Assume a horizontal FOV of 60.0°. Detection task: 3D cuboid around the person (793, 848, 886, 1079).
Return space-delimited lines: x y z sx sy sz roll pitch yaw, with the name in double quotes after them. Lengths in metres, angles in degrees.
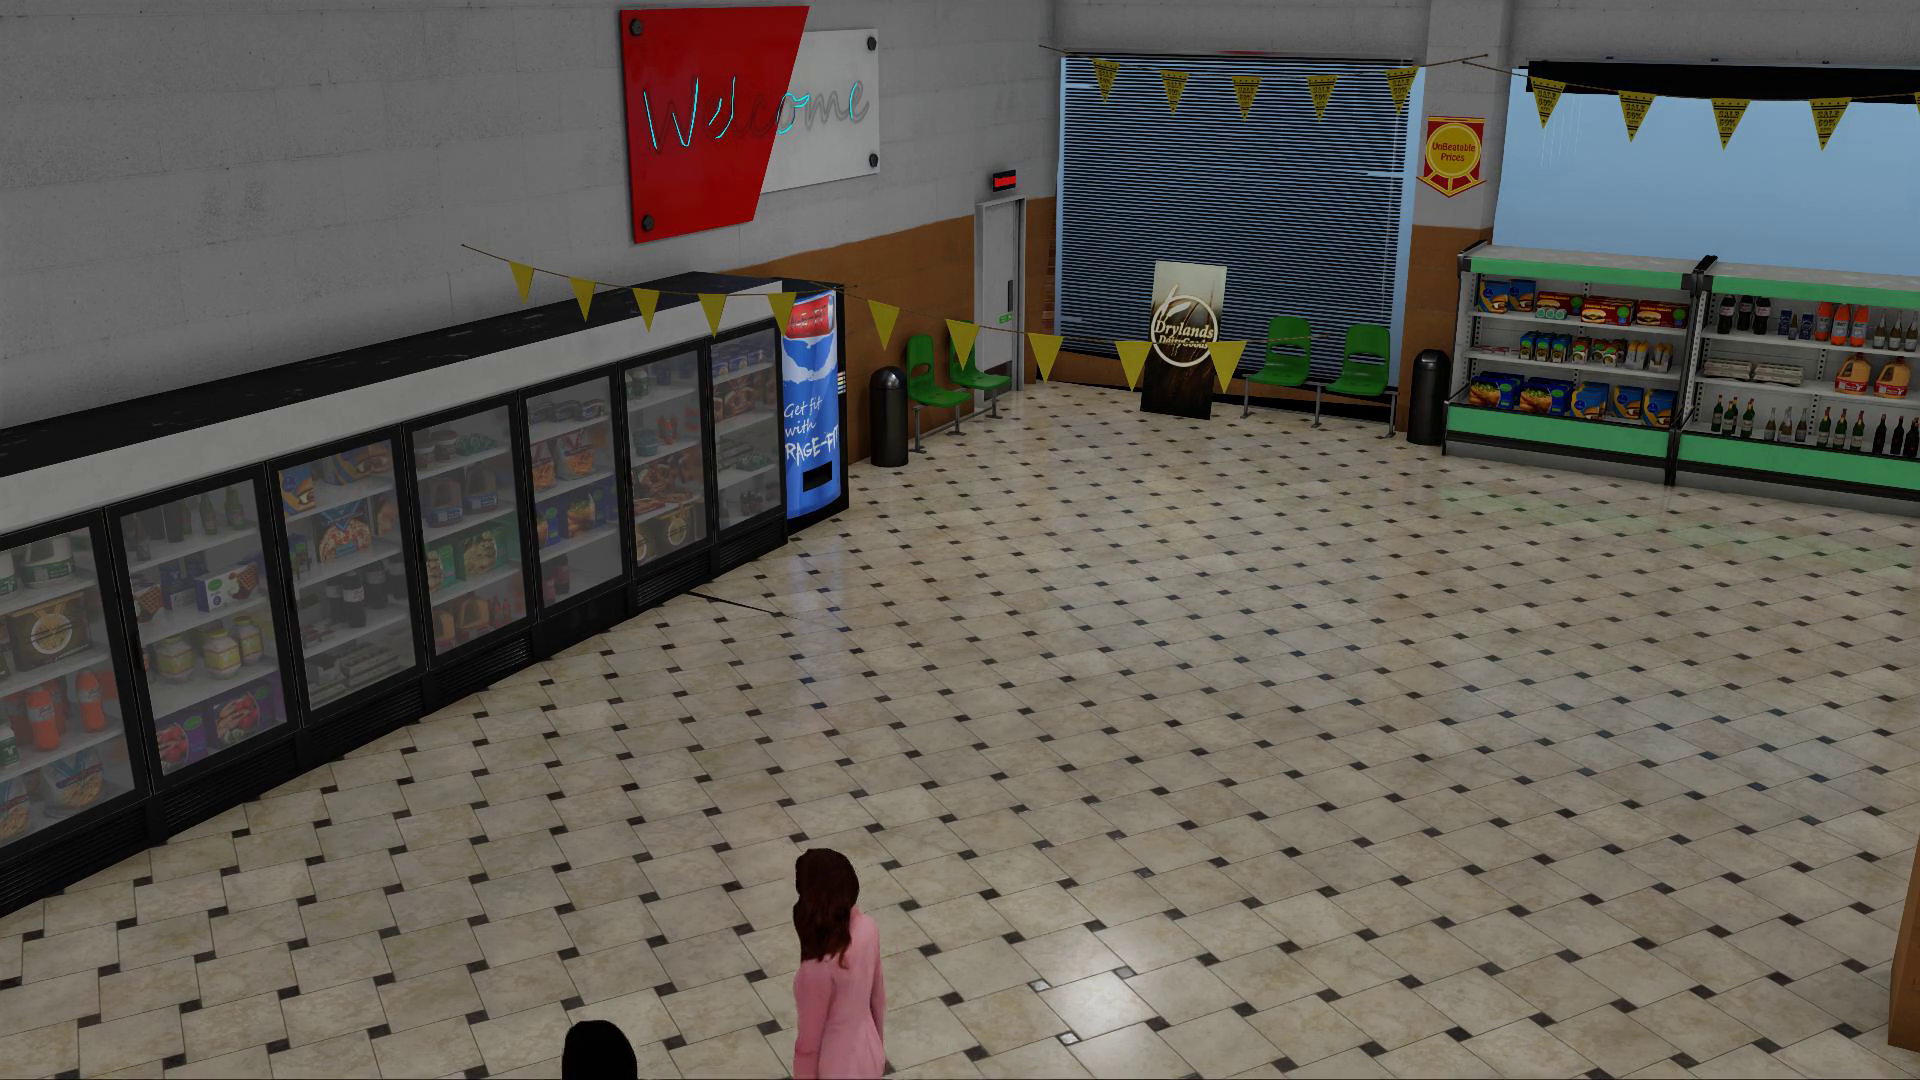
-0.364 1.963 5.969 0.929 1.779 0.673 8 20 24 "person"
